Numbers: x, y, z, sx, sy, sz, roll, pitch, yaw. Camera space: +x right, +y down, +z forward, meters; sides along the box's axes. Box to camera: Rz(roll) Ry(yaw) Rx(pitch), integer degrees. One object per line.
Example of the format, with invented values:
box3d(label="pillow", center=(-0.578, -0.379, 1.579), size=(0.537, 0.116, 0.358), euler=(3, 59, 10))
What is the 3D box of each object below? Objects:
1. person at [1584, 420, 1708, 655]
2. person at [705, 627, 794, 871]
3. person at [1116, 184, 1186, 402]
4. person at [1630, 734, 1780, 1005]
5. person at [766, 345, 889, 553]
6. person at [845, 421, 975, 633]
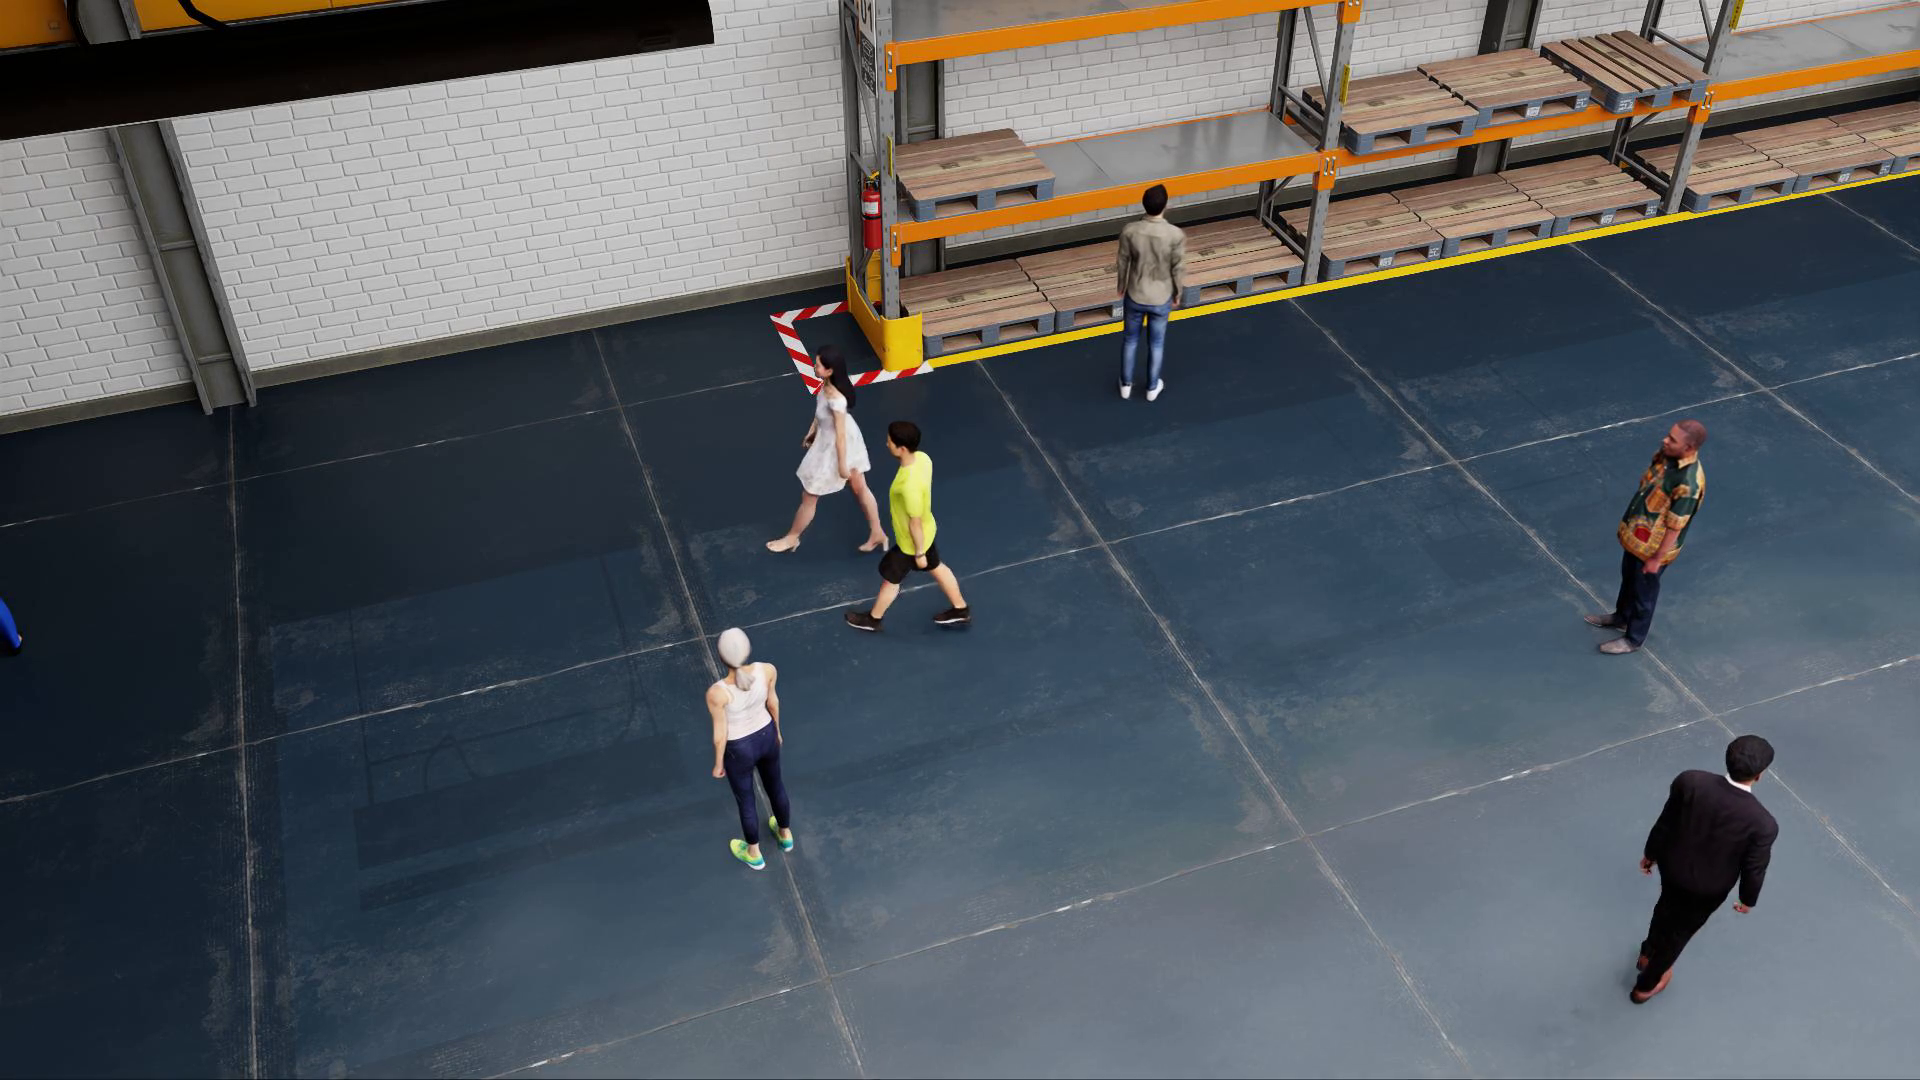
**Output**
box3d(label="person", center=(4.523, -0.030, 10.831), size=(0.783, 1.808, 0.787), euler=(0, 39, 0))
box3d(label="person", center=(-1.185, 1.181, 9.400), size=(0.580, 1.702, 0.728), euler=(-26, 46, -29))
box3d(label="person", center=(1.489, -1.936, 13.172), size=(0.722, 1.865, 0.846), euler=(7, 39, 8))
box3d(label="person", center=(3.734, 1.750, 8.555), size=(0.819, 1.867, 0.829), euler=(-28, 47, -31))
box3d(label="person", center=(-0.774, -0.598, 11.600), size=(1.182, 1.736, 0.871), euler=(-1, 39, -1))
box3d(label="person", center=(-0.217, -0.049, 10.973), size=(1.205, 1.662, 0.965), euler=(4, 39, 5))
